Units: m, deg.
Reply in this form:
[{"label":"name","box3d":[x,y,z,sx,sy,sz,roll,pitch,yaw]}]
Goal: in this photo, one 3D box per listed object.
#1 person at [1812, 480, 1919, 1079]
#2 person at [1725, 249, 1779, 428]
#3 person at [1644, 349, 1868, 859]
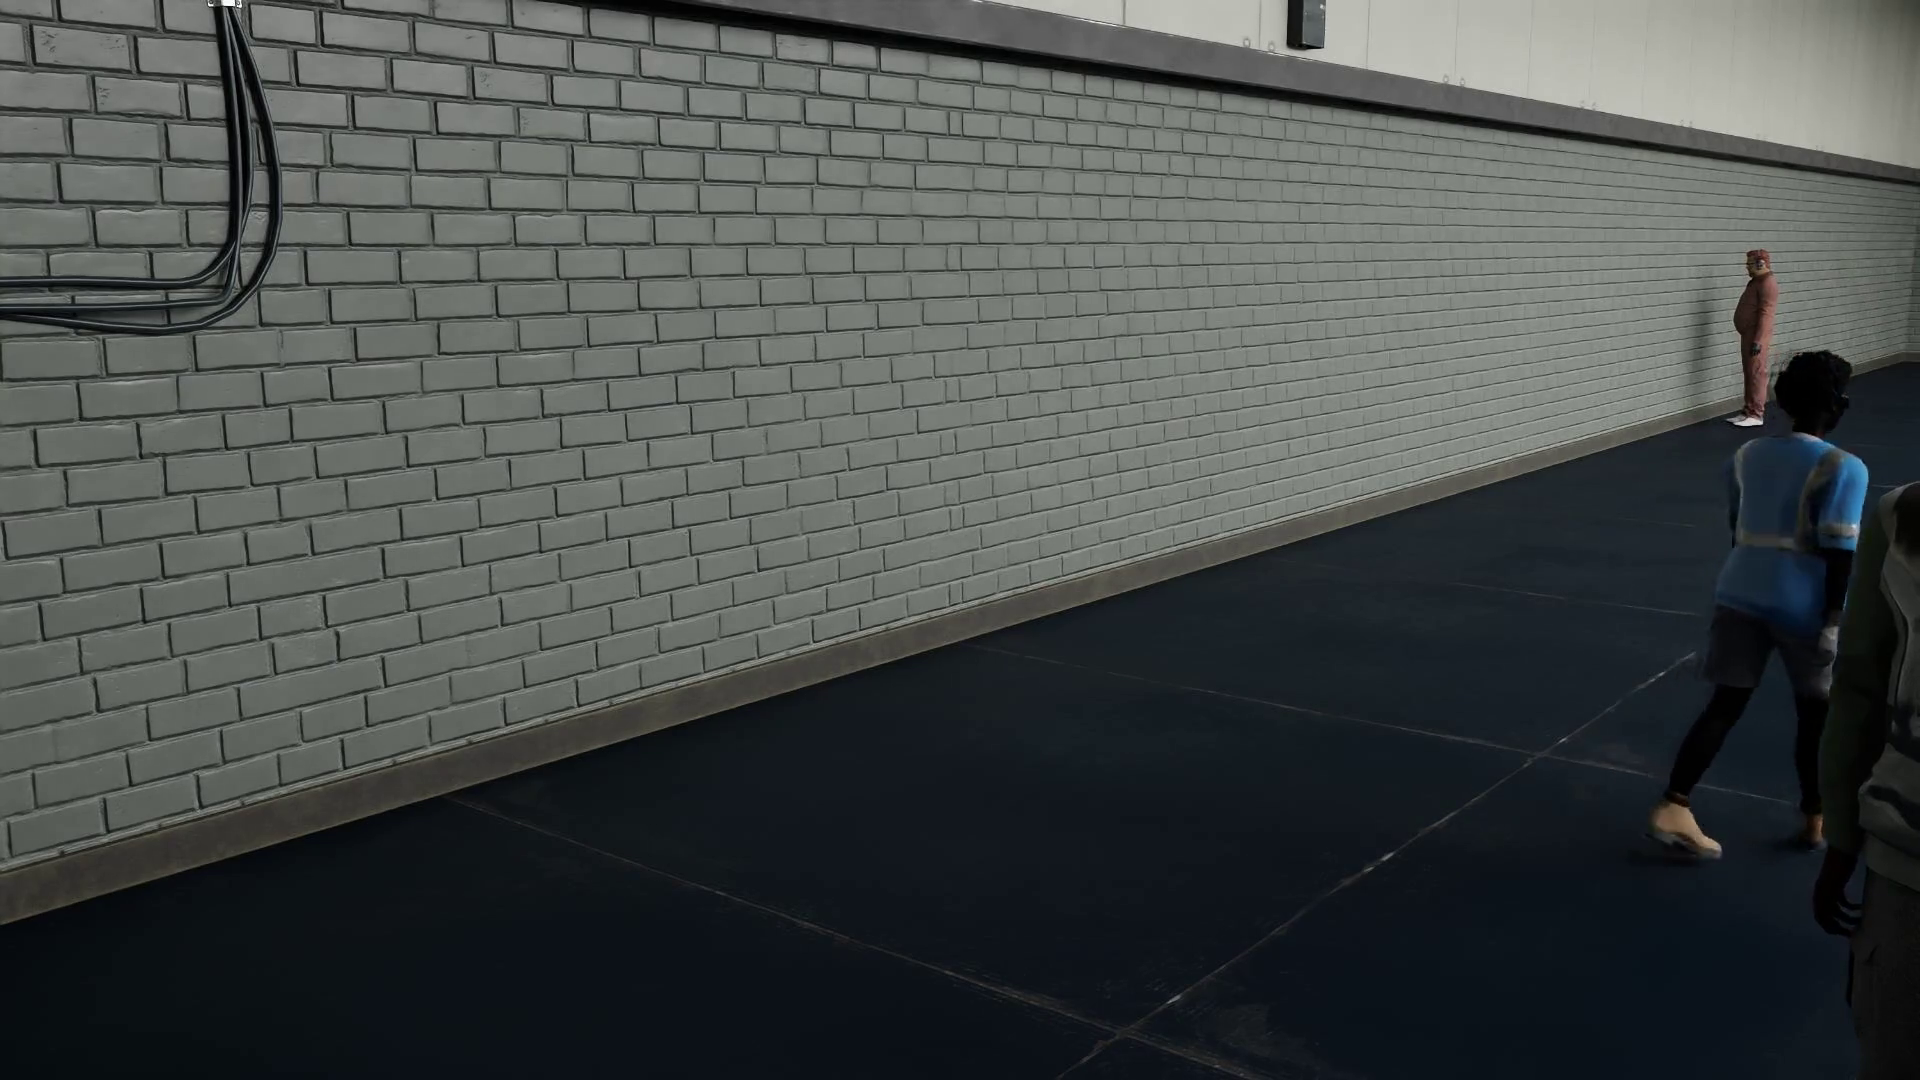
[{"label":"person","box3d":[1.725,0.549,2.744,0.602,1.943,0.394,10,14,43]},{"label":"person","box3d":[8.569,-2.179,17.973,0.409,1.903,0.639,3,11,15]},{"label":"person","box3d":[2.614,0.217,5.367,0.802,1.659,0.534,-5,11,-27]}]
